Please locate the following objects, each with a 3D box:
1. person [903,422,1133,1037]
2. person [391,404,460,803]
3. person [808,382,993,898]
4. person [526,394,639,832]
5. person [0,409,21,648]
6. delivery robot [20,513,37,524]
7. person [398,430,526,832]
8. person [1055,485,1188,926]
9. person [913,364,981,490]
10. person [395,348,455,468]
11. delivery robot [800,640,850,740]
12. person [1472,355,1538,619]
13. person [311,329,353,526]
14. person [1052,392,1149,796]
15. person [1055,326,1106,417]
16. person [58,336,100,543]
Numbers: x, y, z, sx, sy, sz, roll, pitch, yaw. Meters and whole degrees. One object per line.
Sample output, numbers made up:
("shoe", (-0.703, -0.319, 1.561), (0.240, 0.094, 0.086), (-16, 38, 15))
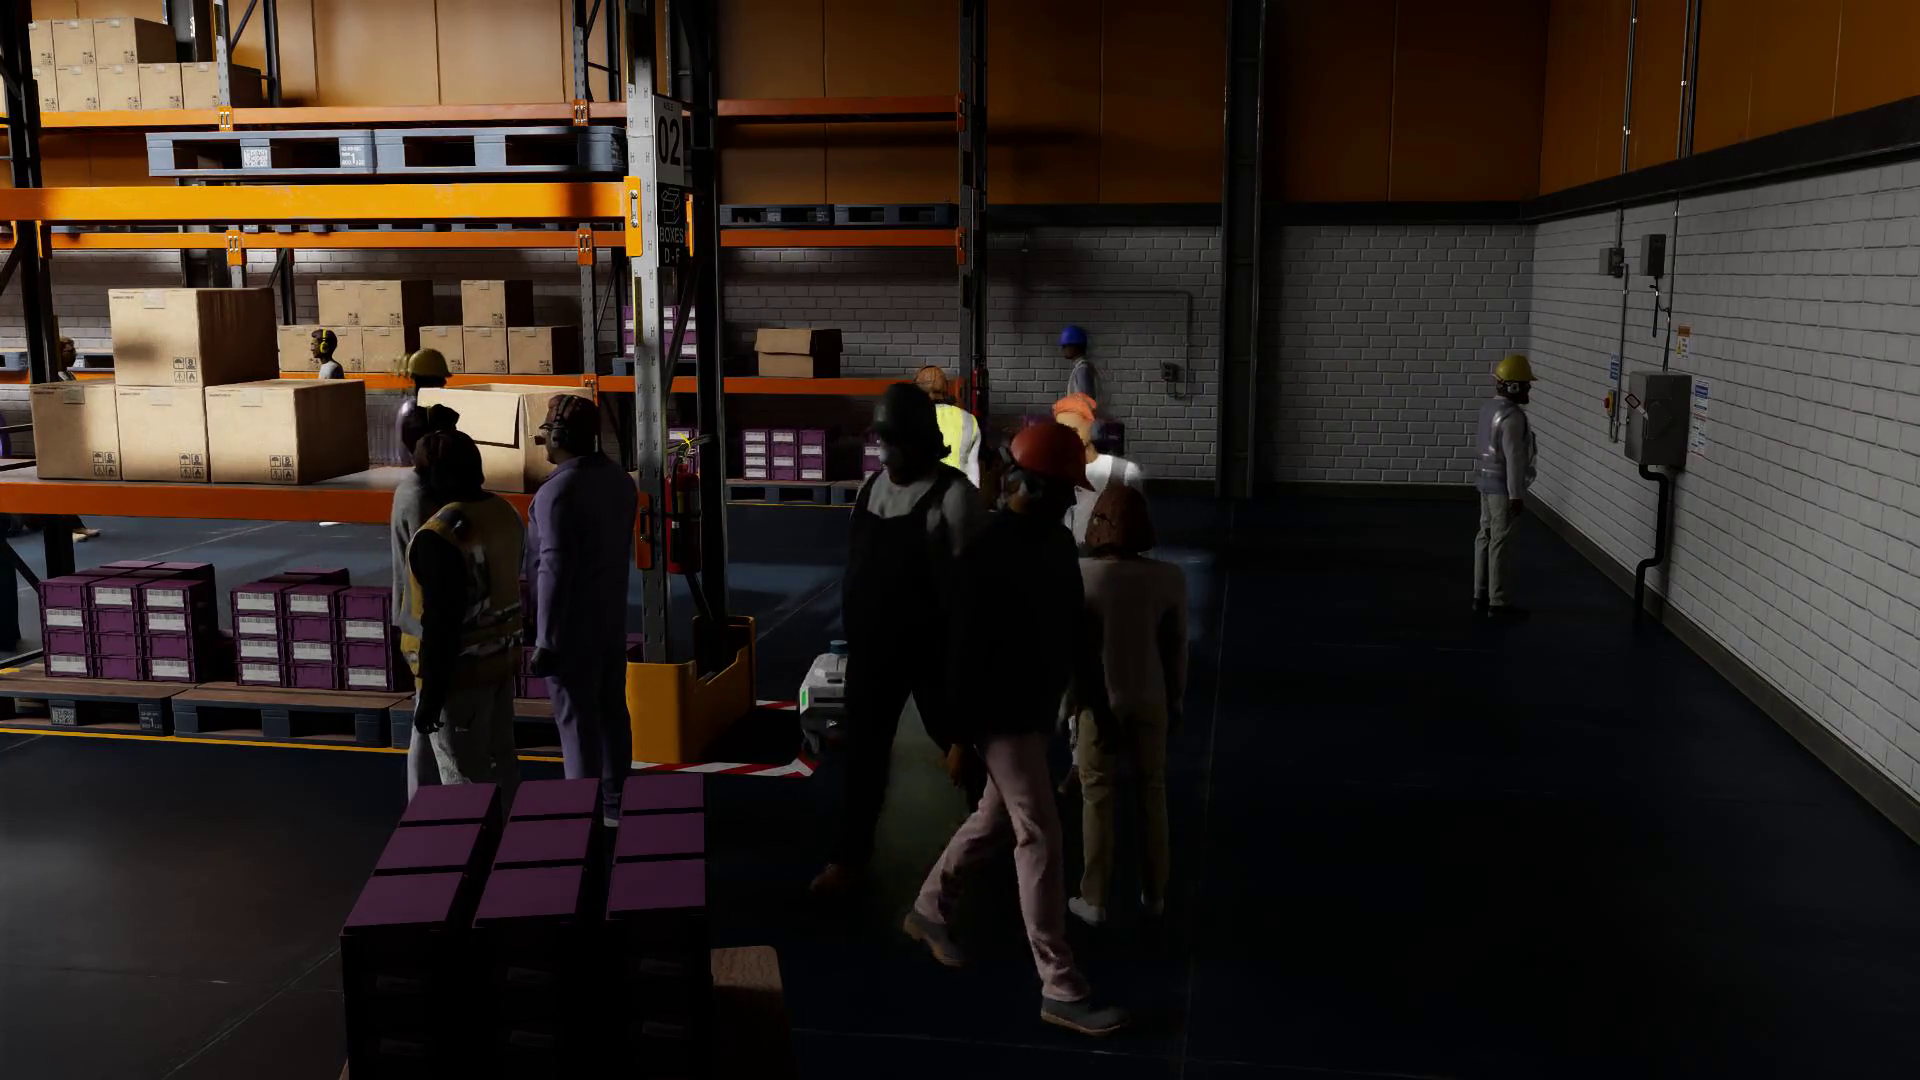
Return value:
("person", (0.157, 0.568, 5.491), (0.965, 1.940, 0.607), (5, 10, 28))
("person", (-2.201, 0.364, 6.976), (0.334, 1.866, 0.515), (-3, 10, -16))
("person", (-0.157, 0.335, 6.609), (0.691, 2.000, 0.994), (7, 12, 39))
("person", (-1.597, 0.348, 6.941), (0.410, 1.909, 0.642), (3, 10, 16))
("person", (-6.231, -0.221, 10.646), (0.389, 1.850, 0.567), (-3, 10, -19))
("delivery robot", (-8.859, -0.370, 15.285), (0.707, 0.478, 0.477), (1, 9, 5))
("person", (-1.848, 0.507, 6.179), (0.429, 1.838, 0.622), (1, 9, 9))
("person", (0.593, 0.612, 6.142), (0.507, 1.633, 0.274), (-2, 9, -12))
("person", (-0.183, -0.166, 10.328), (0.633, 1.843, 0.429), (-4, 10, -22))
("person", (-3.439, -0.310, 11.004), (0.617, 1.906, 0.629), (-1, 9, -9))
("delivery robot", (-0.600, 0.746, 8.361), (0.477, 0.478, 0.707), (0, 9, 2))
("person", (3.821, -0.375, 11.654), (0.403, 1.832, 0.593), (0, 9, -2))
("person", (-5.983, -1.064, 15.810), (0.326, 1.874, 0.518), (-3, 10, -19))
("person", (0.627, 0.231, 7.810), (0.586, 1.866, 0.618), (5, 10, 28))
("person", (1.070, -1.009, 15.337), (0.727, 1.912, 0.631), (1, 9, 4))
("person", (-7.996, -0.902, 14.884), (0.336, 1.844, 0.513), (-1, 9, -6))
